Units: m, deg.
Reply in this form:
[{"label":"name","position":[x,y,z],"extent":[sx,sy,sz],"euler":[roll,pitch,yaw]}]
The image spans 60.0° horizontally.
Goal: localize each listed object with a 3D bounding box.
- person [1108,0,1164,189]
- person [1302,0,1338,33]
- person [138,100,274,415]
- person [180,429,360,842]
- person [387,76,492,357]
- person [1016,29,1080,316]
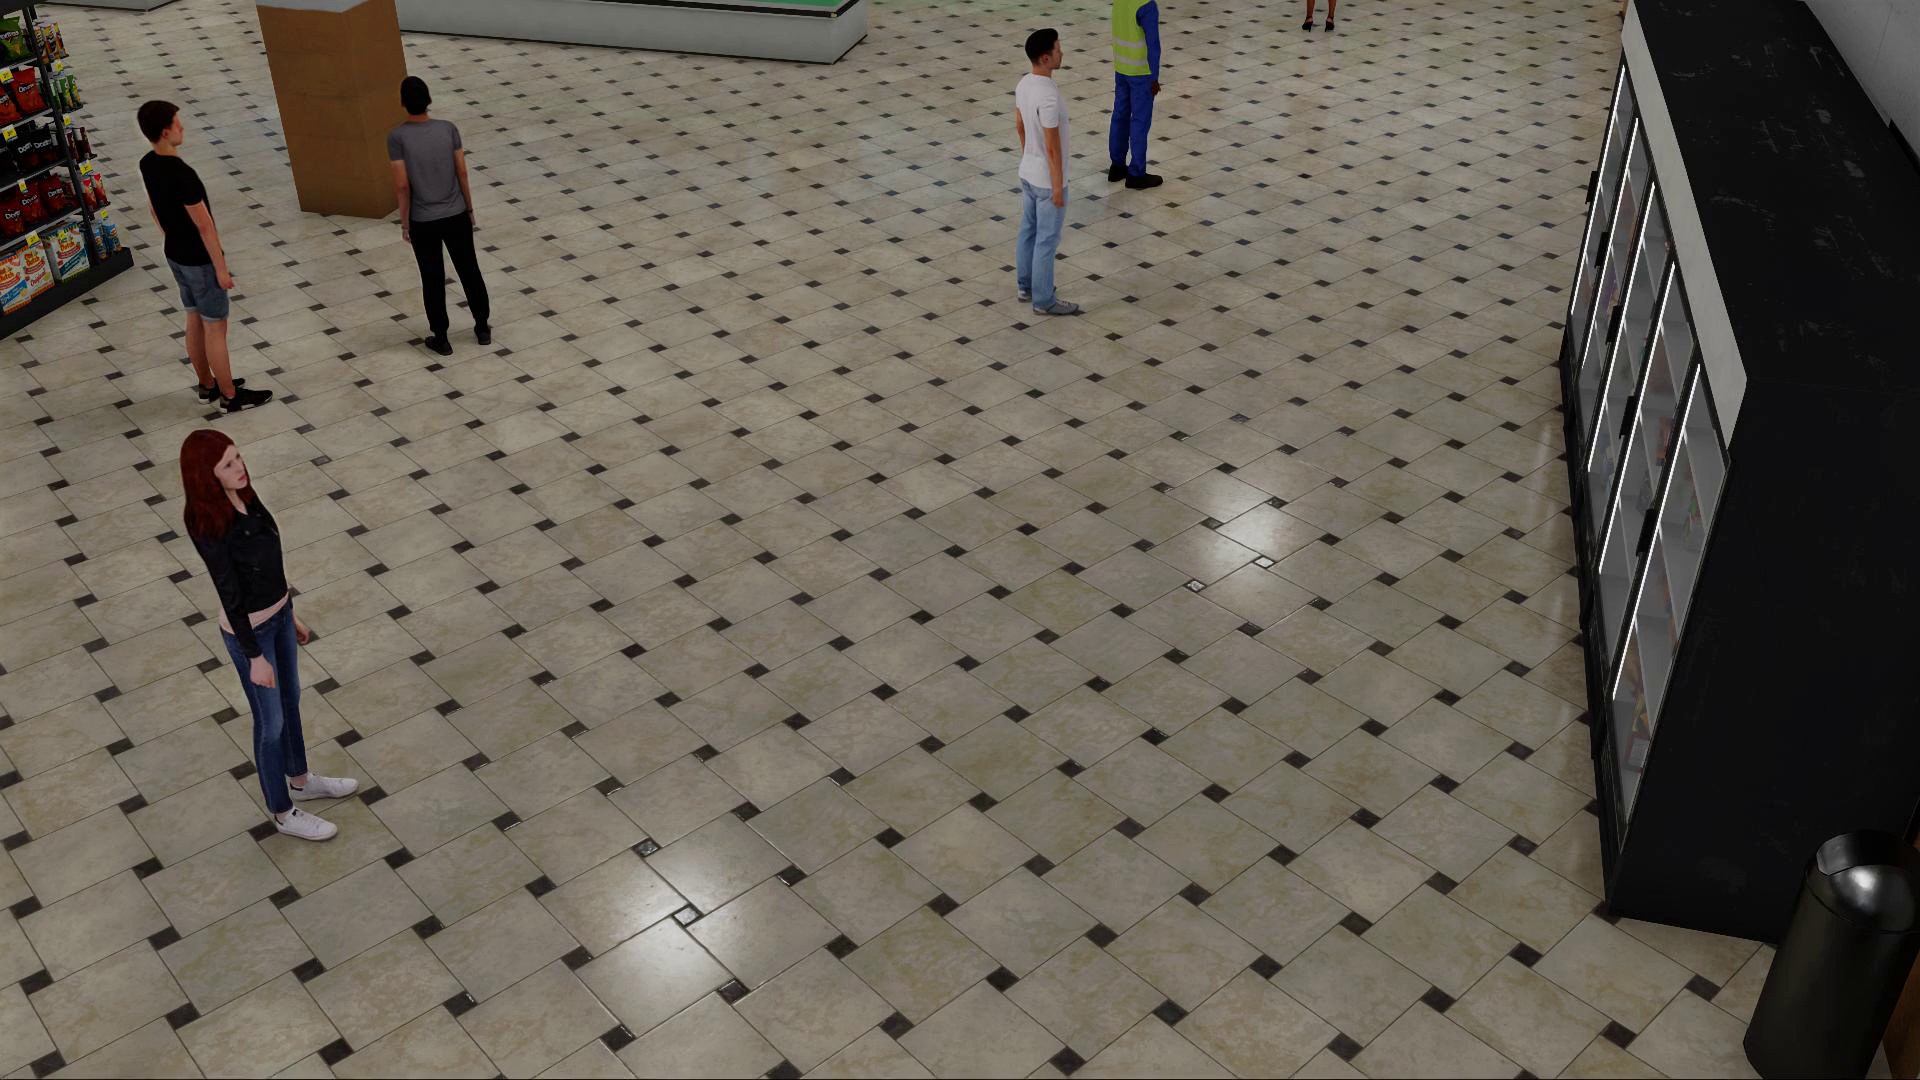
[{"label":"person","position":[1.361,-3.663,12.930],"extent":[0.811,1.813,0.744],"euler":[-18,36,-27]},{"label":"person","position":[3.705,-6.058,16.810],"extent":[0.504,1.781,0.681],"euler":[3,32,5]},{"label":"person","position":[-4.453,-1.635,9.640],"extent":[0.645,1.846,0.804],"euler":[23,38,32]},{"label":"person","position":[-2.715,0.370,6.473],"extent":[0.617,1.787,0.621],"euler":[1,32,1]},{"label":"person","position":[-3.244,-2.012,10.332],"extent":[0.702,1.755,0.750],"euler":[-19,37,-28]},{"label":"person","position":[0.539,-2.388,10.831],"extent":[0.784,1.867,0.758],"euler":[-12,34,-19]}]
